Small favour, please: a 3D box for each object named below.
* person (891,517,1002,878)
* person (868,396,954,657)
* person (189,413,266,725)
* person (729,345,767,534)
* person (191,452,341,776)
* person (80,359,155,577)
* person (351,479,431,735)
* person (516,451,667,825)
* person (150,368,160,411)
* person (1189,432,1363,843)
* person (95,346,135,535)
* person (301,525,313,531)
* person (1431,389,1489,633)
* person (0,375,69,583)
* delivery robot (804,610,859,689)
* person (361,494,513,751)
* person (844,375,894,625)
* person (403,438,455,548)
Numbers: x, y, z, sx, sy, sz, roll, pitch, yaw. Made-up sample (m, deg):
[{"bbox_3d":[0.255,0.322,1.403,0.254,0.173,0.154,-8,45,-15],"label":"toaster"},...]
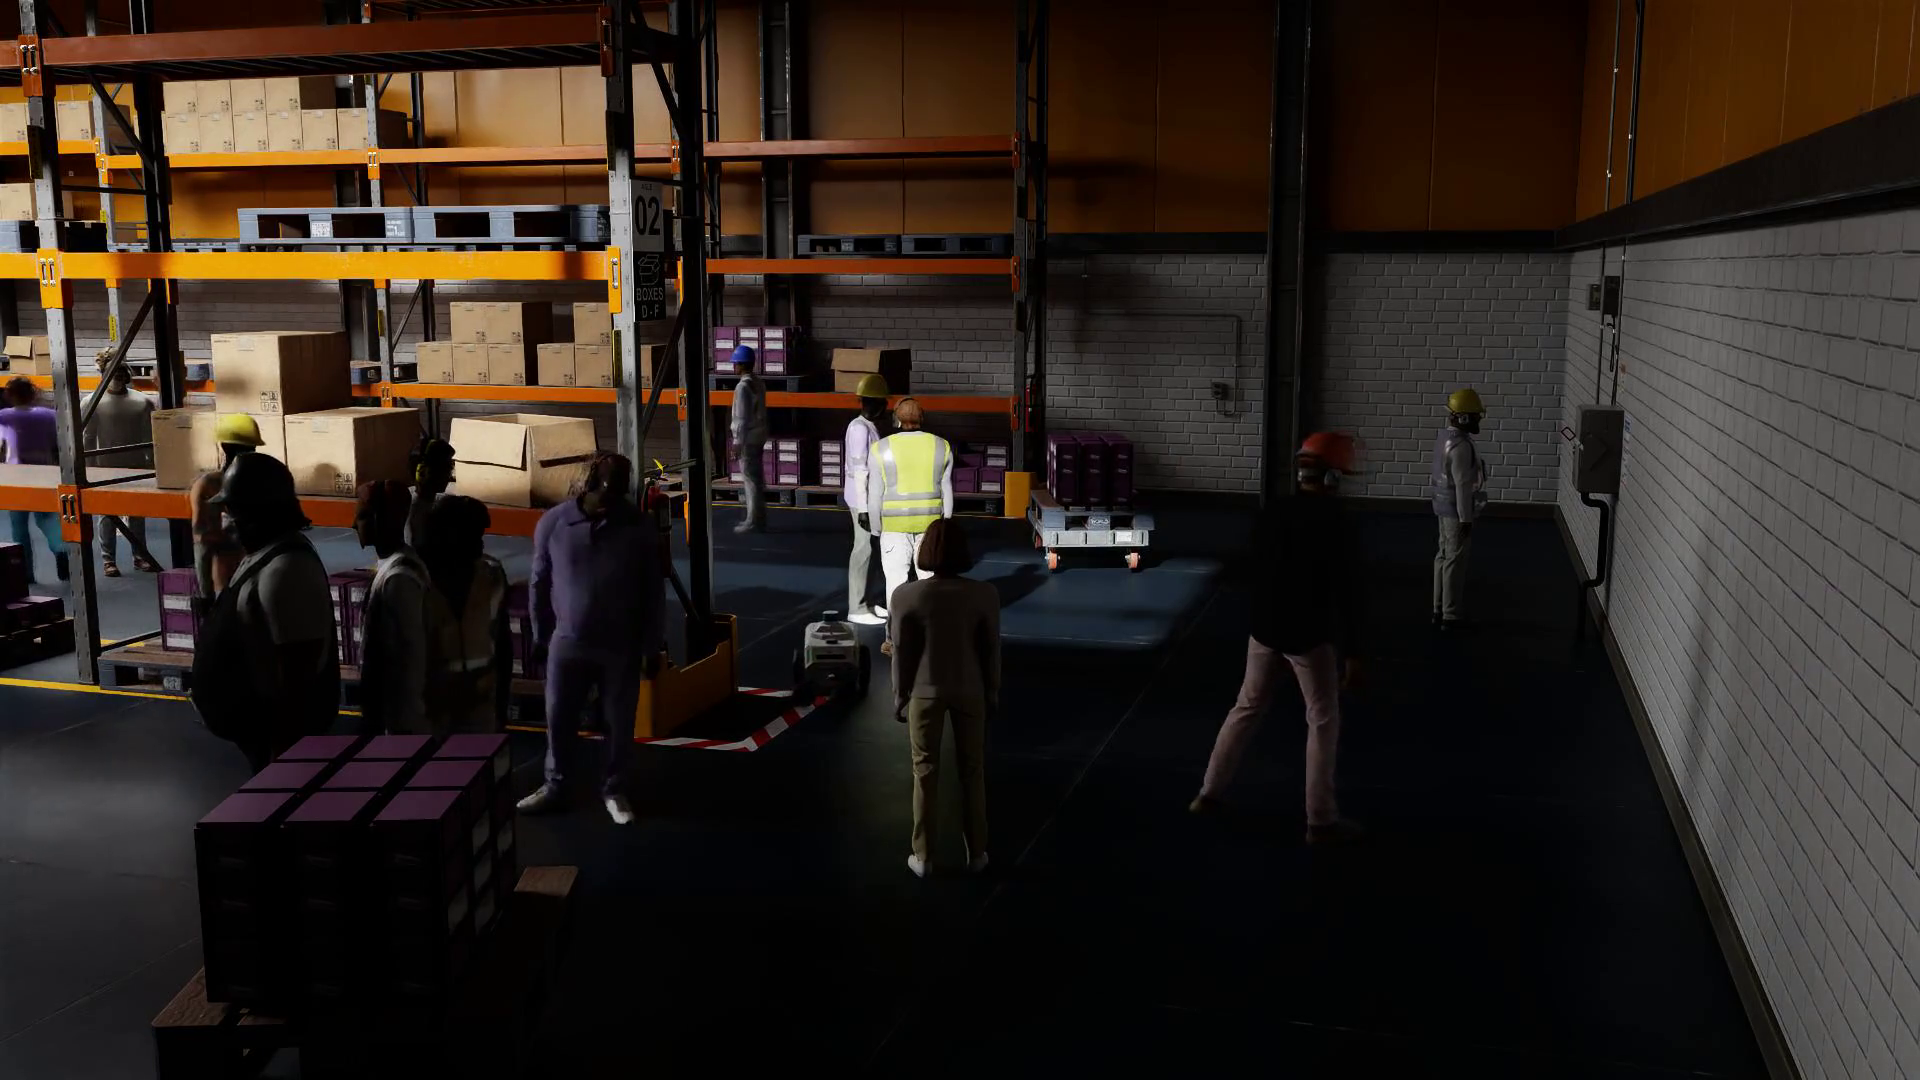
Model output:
[{"bbox_3d":[-0.062,0.710,7.474,0.500,1.633,0.285,-1,9,-5],"label":"person"},{"bbox_3d":[-0.353,-0.091,11.716,0.627,1.847,0.429,-2,10,-15],"label":"person"},{"bbox_3d":[-4.191,0.209,9.676,0.493,1.912,0.590,3,10,17],"label":"person"},{"bbox_3d":[-2.185,-1.038,17.176,0.403,1.945,0.614,2,9,10],"label":"person"},{"bbox_3d":[-2.698,0.668,6.493,0.536,2.000,0.683,-4,10,-24],"label":"person"},{"bbox_3d":[-7.480,-0.653,14.861,0.377,1.937,0.629,9,13,44],"label":"person"},{"bbox_3d":[-2.312,0.679,6.900,0.337,1.882,0.585,-3,10,-19],"label":"person"},{"bbox_3d":[-1.790,0.484,8.150,0.729,1.871,0.474,0,9,-2],"label":"person"},{"bbox_3d":[-8.897,-1.159,18.911,0.659,1.614,0.513,1,9,5],"label":"person"},{"bbox_3d":[1.556,0.465,7.983,0.602,1.963,0.846,-8,12,-41],"label":"person"},{"bbox_3d":[-8.630,-1.018,17.079,0.376,1.940,0.629,-2,10,-13],"label":"person"},{"bbox_3d":[-7.114,-0.979,17.159,0.642,1.832,0.543,0,9,0],"label":"person"},{"bbox_3d":[3.779,-0.224,12.580,0.404,1.832,0.605,0,9,3],"label":"person"},{"bbox_3d":[-7.999,-0.506,14.322,0.627,1.822,0.569,8,12,39],"label":"person"},{"bbox_3d":[-0.818,0.693,10.574,0.477,0.478,0.707,-1,9,-5],"label":"delivery robot"},{"bbox_3d":[-2.201,0.704,6.969,0.716,1.816,0.495,-8,12,-39],"label":"person"},{"bbox_3d":[-0.692,-0.312,12.838,0.382,1.919,0.585,1,9,7],"label":"person"},{"bbox_3d":[-2.745,0.397,8.685,0.329,1.865,0.509,-2,9,-10],"label":"person"}]
